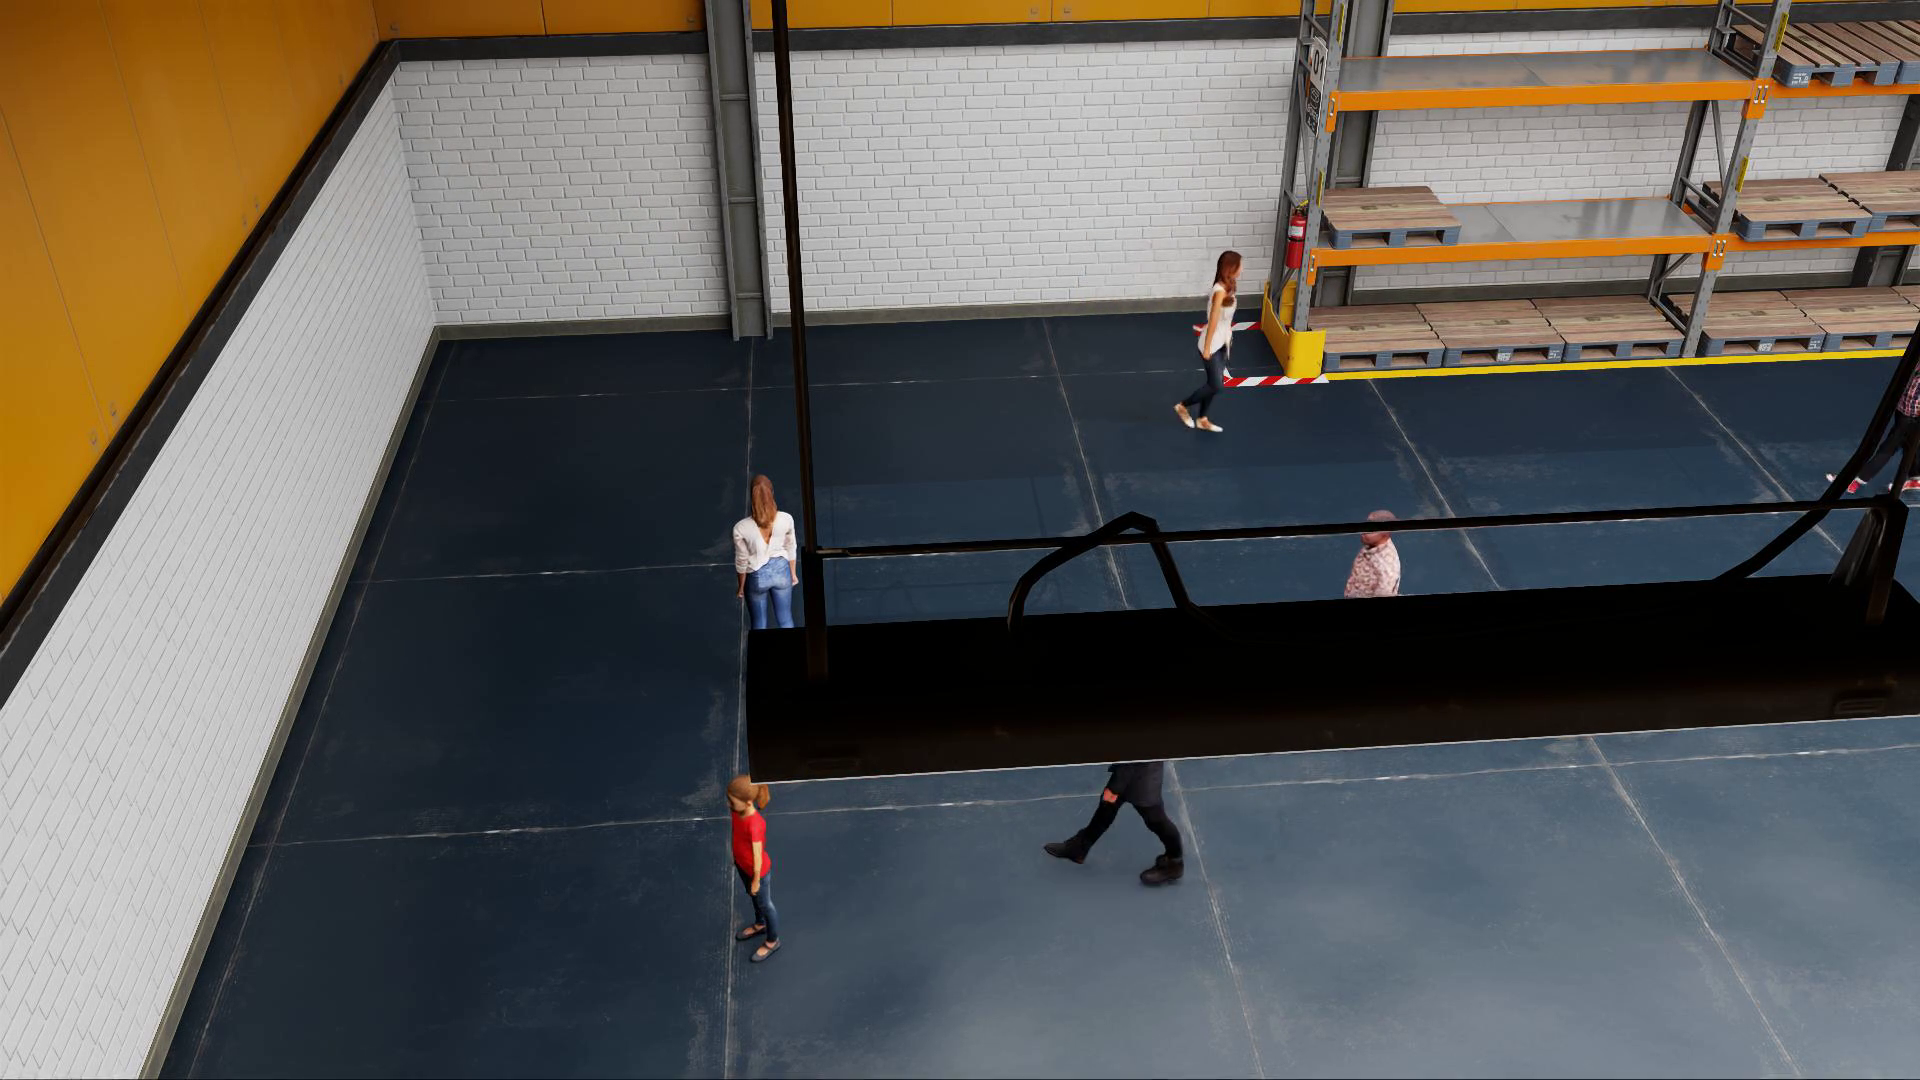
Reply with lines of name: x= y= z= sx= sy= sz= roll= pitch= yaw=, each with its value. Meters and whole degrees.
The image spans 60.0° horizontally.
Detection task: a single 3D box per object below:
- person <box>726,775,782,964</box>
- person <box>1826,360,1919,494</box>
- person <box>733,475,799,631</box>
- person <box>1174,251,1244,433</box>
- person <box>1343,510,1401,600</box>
person: x=-1.210 y=1.898 z=9.799 sx=0.584 sy=1.308 sz=0.545 roll=-20 pitch=39 yaw=-28
person: x=8.081 y=-1.118 z=13.958 sx=1.187 sy=1.726 sz=0.887 roll=4 pitch=34 yaw=7
person: x=-1.369 y=0.289 z=11.846 sx=0.567 sy=1.719 sz=0.732 roll=-13 pitch=36 yaw=-19
person: x=2.186 y=-1.767 z=14.897 sx=0.844 sy=1.766 sz=0.775 roll=12 pitch=35 yaw=17
person: x=2.858 y=0.588 z=11.354 sx=1.096 sy=1.768 sz=0.729 roll=-1 pitch=34 yaw=-2
